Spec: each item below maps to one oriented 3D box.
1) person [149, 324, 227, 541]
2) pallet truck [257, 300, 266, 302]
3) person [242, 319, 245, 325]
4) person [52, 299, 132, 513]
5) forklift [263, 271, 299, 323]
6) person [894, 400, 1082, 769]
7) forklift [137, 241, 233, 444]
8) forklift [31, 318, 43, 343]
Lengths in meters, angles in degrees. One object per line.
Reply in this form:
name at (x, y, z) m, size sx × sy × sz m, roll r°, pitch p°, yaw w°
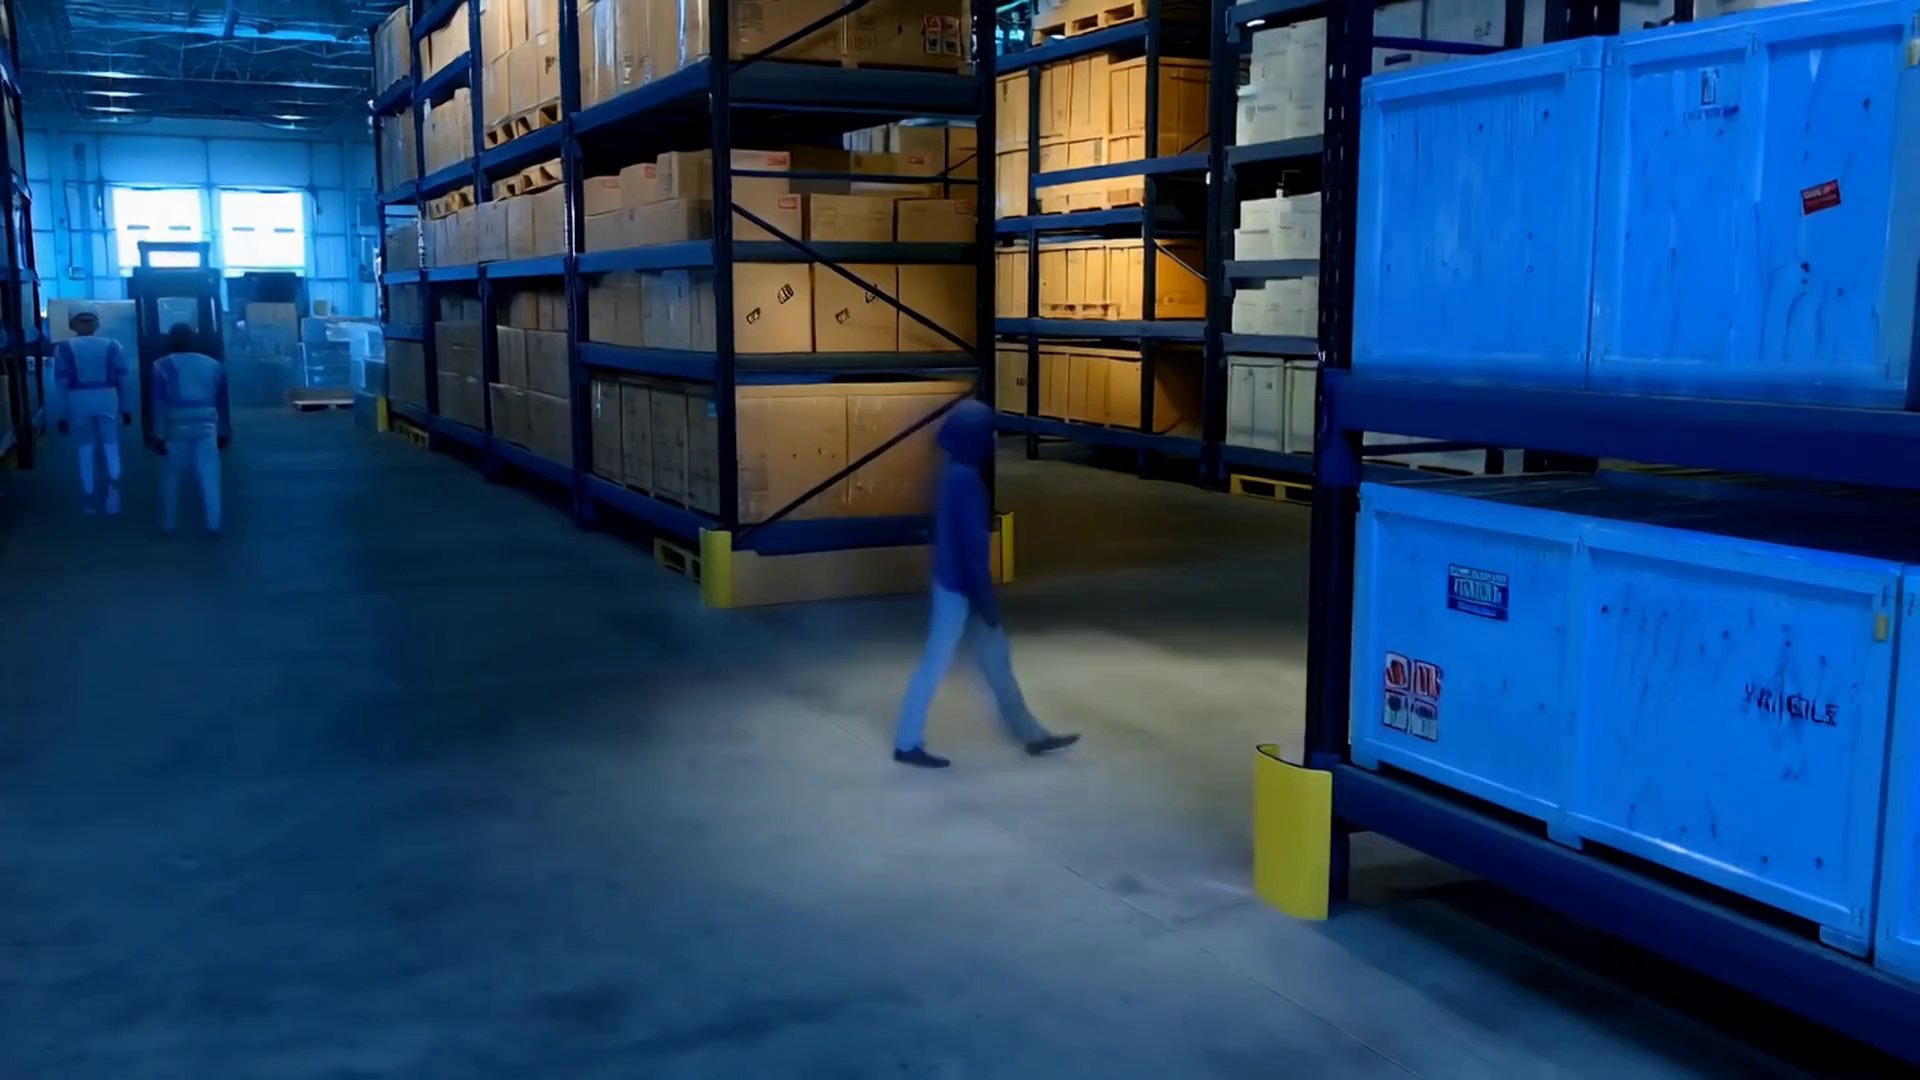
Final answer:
person at (-6.528, -0.901, 13.999) m, size 0.923 × 1.800 × 0.665 m, roll 8°, pitch 11°, yaw 43°
pallet truck at (-23.913, -7.404, 58.171) m, size 1.885 × 1.965 × 0.823 m, roll -1°, pitch 8°, yaw -9°
person at (-16.561, -4.595, 39.120) m, size 0.592 × 1.914 × 0.398 m, roll -7°, pitch 11°, yaw -41°
person at (-8.079, -1.231, 15.519) m, size 0.643 × 2.029 × 0.719 m, roll -5°, pitch 10°, yaw -32°
forklift at (-19.767, -6.452, 48.580) m, size 1.873 × 2.768 × 1.129 m, roll 6°, pitch 10°, yaw 37°
person at (0.102, 0.207, 7.067) m, size 0.850 × 1.584 × 0.519 m, roll 0°, pitch 8°, yaw 3°
forklift at (-11.065, -2.828, 23.589) m, size 1.129 × 2.768 × 1.873 m, roll -4°, pitch 9°, yaw -26°
forklift at (-30.587, -7.279, 54.283) m, size 1.129 × 2.768 × 1.873 m, roll -4°, pitch 9°, yaw -26°
